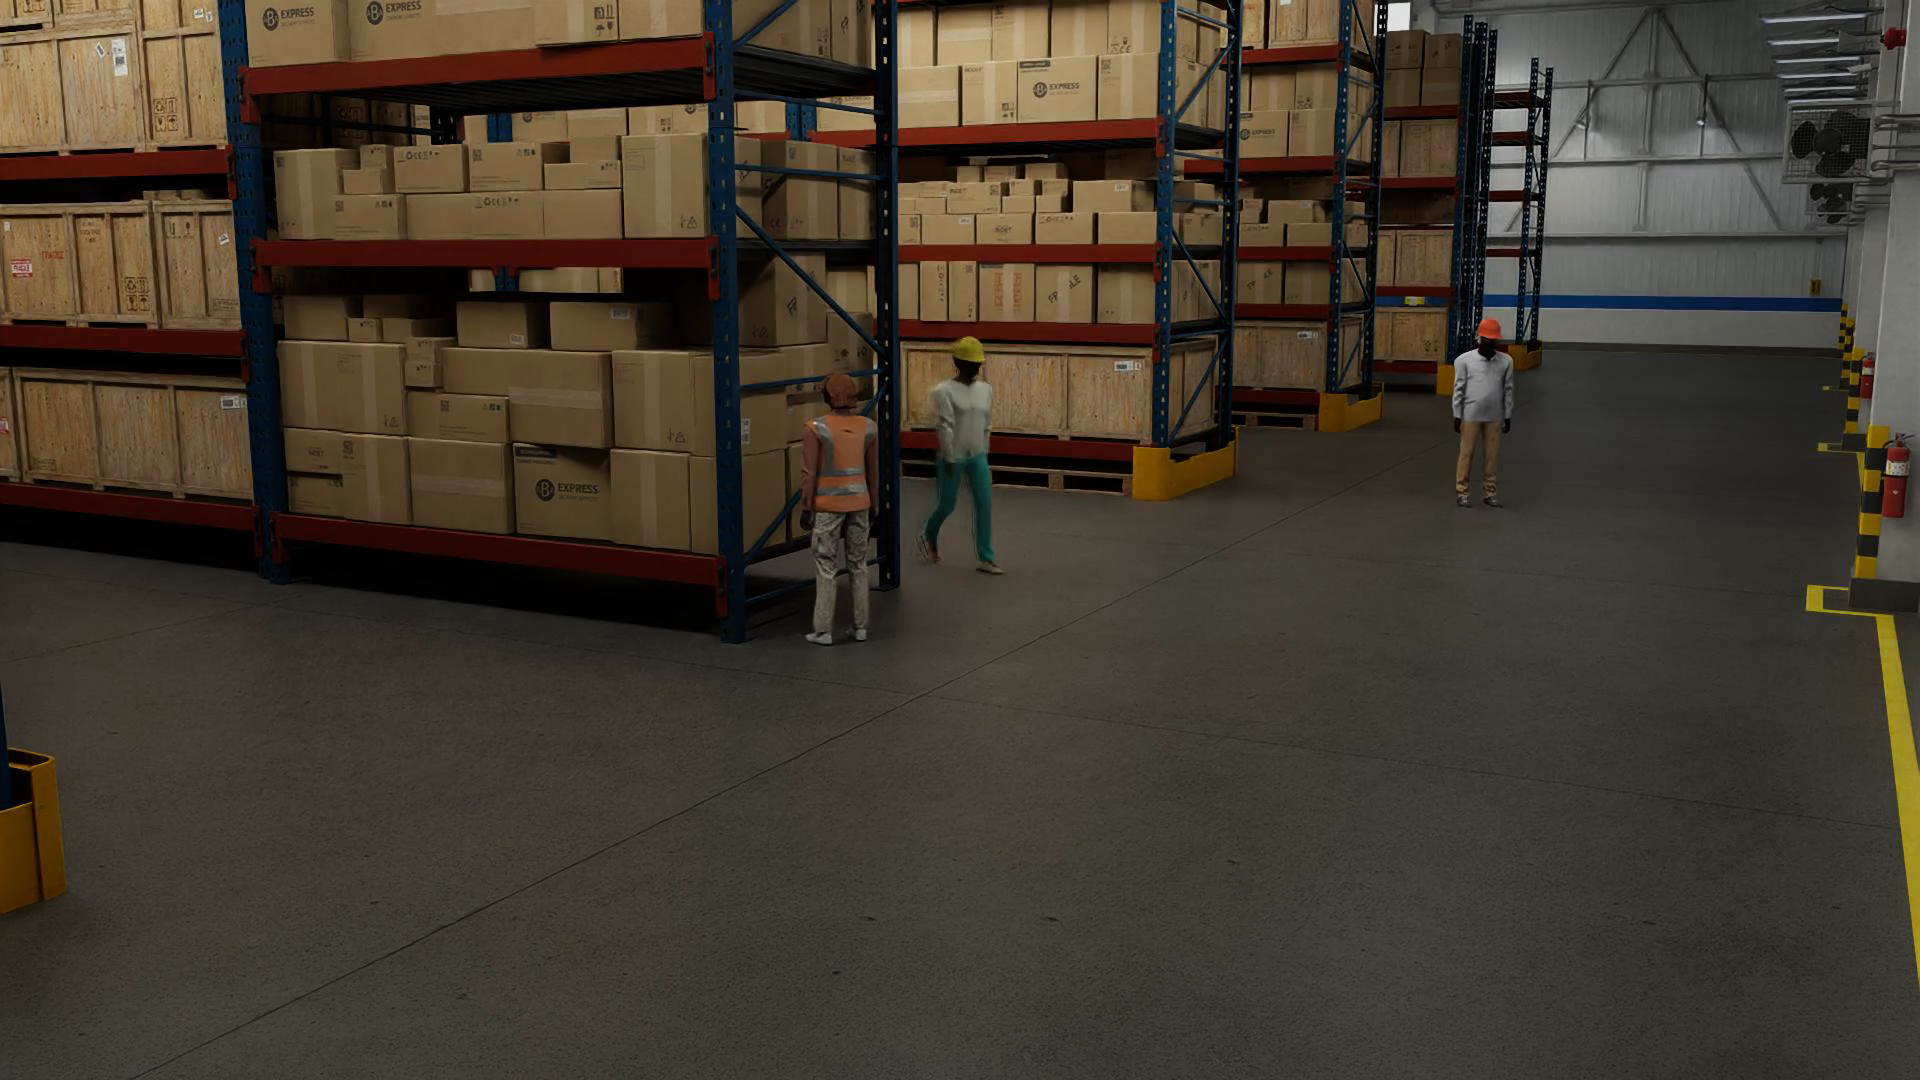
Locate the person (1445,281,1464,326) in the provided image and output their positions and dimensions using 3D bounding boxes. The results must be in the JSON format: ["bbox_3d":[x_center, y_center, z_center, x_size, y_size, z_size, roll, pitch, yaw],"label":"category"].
[{"bbox_3d":[11.238,-4.999,37.549,0.496,1.700,0.872,-5,11,-28],"label":"person"}]

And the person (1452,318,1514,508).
[{"bbox_3d":[4.791,-1.158,15.230,0.565,1.745,0.349,0,10,-3],"label":"person"}]

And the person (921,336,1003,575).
[{"bbox_3d":[-0.003,-0.636,12.229,0.520,1.738,0.756,-6,11,-31],"label":"person"}]

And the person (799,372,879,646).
[{"bbox_3d":[-0.708,-0.182,9.915,0.528,1.630,0.315,-6,12,-33],"label":"person"}]
